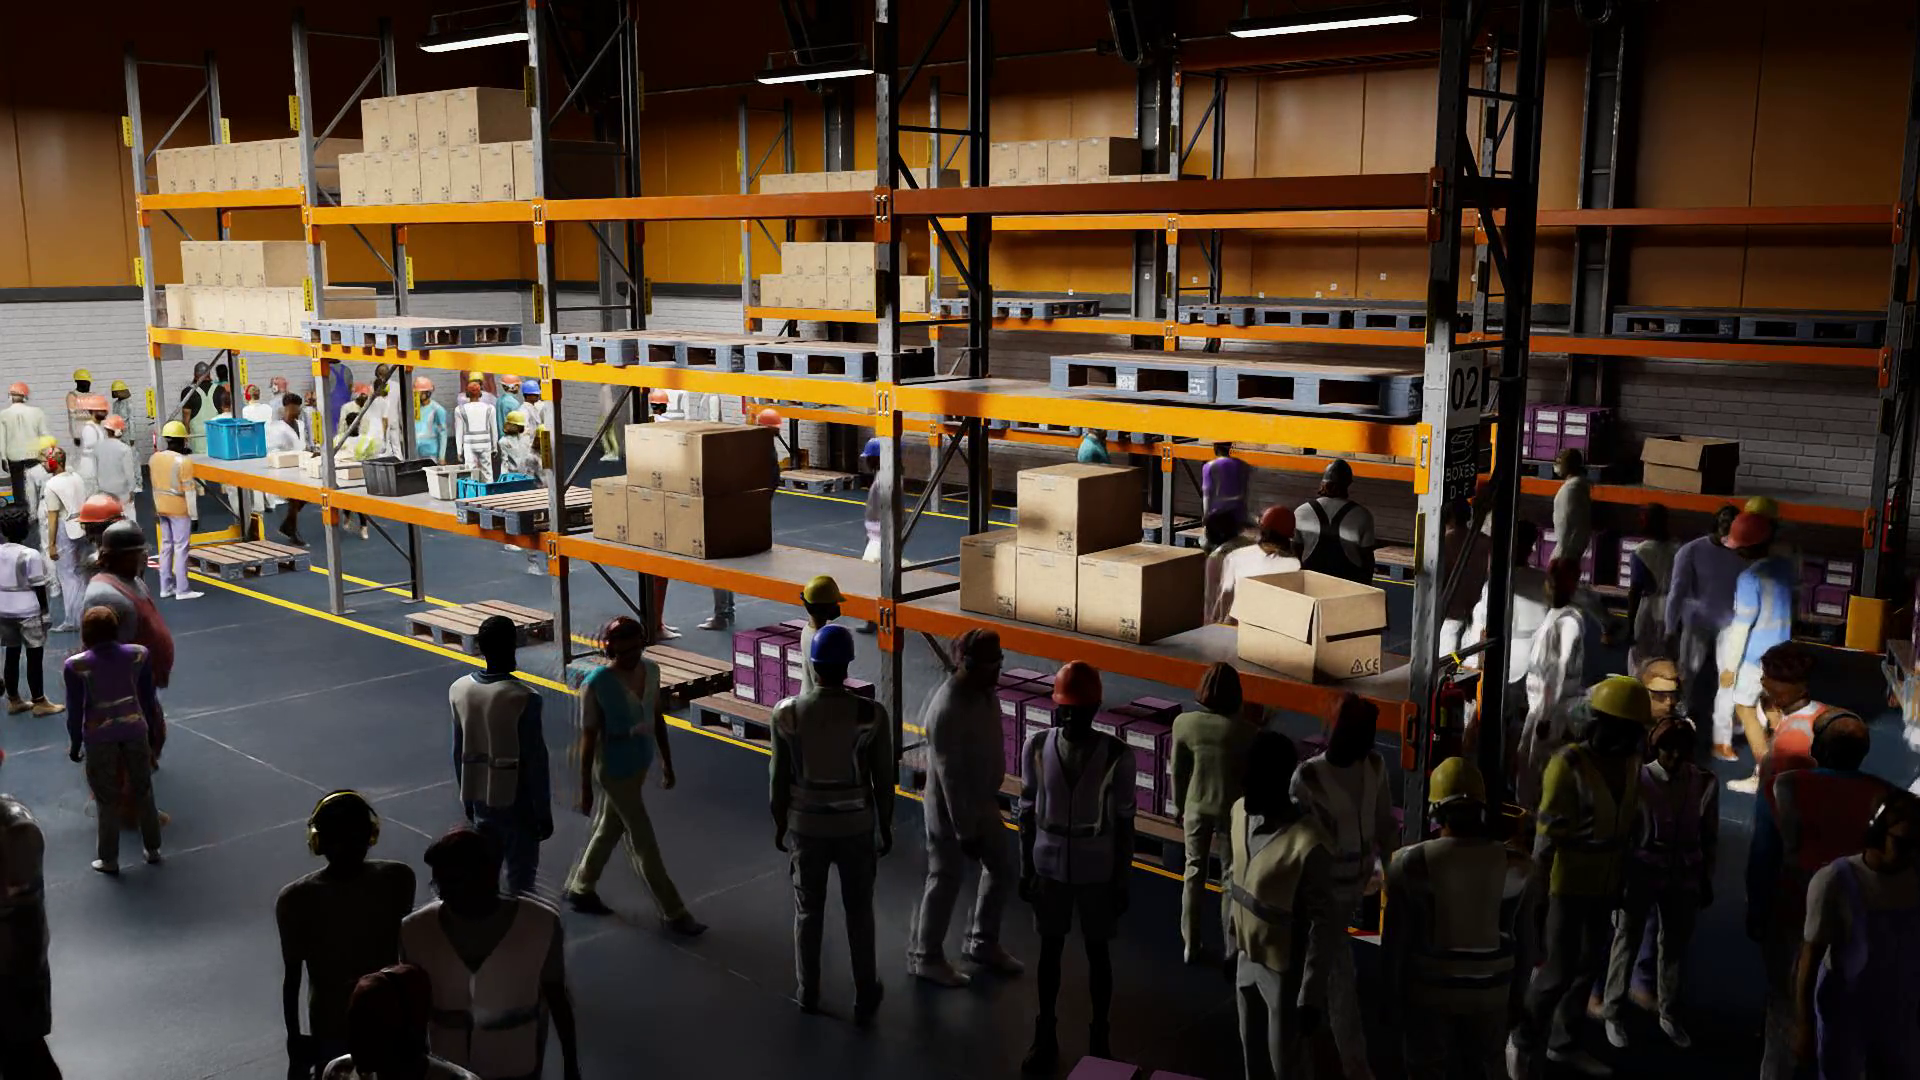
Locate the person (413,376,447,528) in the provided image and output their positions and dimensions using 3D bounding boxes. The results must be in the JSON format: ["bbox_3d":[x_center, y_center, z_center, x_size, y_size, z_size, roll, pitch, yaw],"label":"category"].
[{"bbox_3d":[-7.164,-1.177,22.348,0.612,2.040,0.391,5,11,28],"label":"person"}]

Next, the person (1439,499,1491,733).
[{"bbox_3d":[3.732,0.605,12.579,0.627,1.934,0.370,-4,11,-20],"label":"person"}]

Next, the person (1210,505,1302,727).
[{"bbox_3d":[2.115,0.692,12.032,0.670,1.948,0.695,-1,10,-6],"label":"person"}]

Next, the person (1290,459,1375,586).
[{"bbox_3d":[3.095,0.334,13.803,0.685,2.000,0.535,4,11,22],"label":"person"}]

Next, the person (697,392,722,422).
[{"bbox_3d":[-3.779,-1.592,25.000,0.420,1.933,0.623,-5,11,-25],"label":"person"}]

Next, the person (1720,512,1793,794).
[{"bbox_3d":[5.520,0.771,11.484,0.752,1.989,0.444,-8,13,-37],"label":"person"}]

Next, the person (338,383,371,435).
[{"bbox_3d":[-9.167,-1.539,25.361,0.860,1.691,0.579,6,12,31],"label":"person"}]

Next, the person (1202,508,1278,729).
[{"bbox_3d":[2.092,0.651,12.656,0.490,1.812,0.694,9,13,40],"label":"person"}]

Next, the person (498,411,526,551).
[{"bbox_3d":[-5.536,-0.744,20.749,0.303,1.740,0.485,3,11,19],"label":"person"}]

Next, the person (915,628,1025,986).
[{"bbox_3d":[0.084,1.361,8.457,0.674,1.879,0.699,4,11,20],"label":"person"}]

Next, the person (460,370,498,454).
[{"bbox_3d":[-8.738,-2.515,30.292,0.649,1.906,0.401,1,10,5],"label":"person"}]

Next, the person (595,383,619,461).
[{"bbox_3d":[-6.217,-2.172,29.161,0.468,1.621,0.502,-1,10,-7],"label":"person"}]

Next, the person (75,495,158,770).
[{"bbox_3d":[-5.979,0.696,11.748,0.390,2.045,0.607,1,10,5],"label":"person"}]

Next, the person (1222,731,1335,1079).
[{"bbox_3d":[1.249,1.677,6.582,0.397,1.909,0.617,-4,11,-23],"label":"person"}]

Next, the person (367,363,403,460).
[{"bbox_3d":[-9.068,-1.820,26.273,0.631,1.940,0.370,-9,13,-42],"label":"person"}]

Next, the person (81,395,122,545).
[{"bbox_3d":[-10.785,-0.872,21.001,0.804,1.907,0.555,-1,10,-6],"label":"person"}]

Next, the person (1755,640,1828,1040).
[{"bbox_3d":[4.004,1.418,7.973,0.393,1.943,0.735,8,13,38],"label":"person"}]

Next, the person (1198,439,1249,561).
[{"bbox_3d":[2.736,-0.236,17.399,0.571,1.912,0.702,-3,10,-17],"label":"person"}]

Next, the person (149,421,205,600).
[{"bbox_3d":[-8.391,-0.313,17.830,0.584,1.917,0.407,4,11,23],"label":"person"}]

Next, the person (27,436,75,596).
[{"bbox_3d":[-9.870,-0.282,18.206,0.506,1.707,0.831,-2,10,-13],"label":"person"}]

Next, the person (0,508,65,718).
[{"bbox_3d":[-7.526,0.584,13.359,0.541,1.696,0.315,3,11,18],"label":"person"}]

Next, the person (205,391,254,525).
[{"bbox_3d":[-9.548,-0.995,21.714,0.702,1.898,0.589,9,13,40],"label":"person"}]

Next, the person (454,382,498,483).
[{"bbox_3d":[-6.776,-1.273,23.338,0.575,1.883,0.355,-5,11,-25],"label":"person"}]

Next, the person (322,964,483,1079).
[{"bbox_3d":[-1.496,2.047,4.569,0.575,1.882,0.359,3,11,19],"label":"person"}]

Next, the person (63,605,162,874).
[{"bbox_3d":[-5.113,1.198,10.058,0.512,1.638,0.312,-10,14,-43],"label":"person"}]

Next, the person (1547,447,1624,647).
[{"bbox_3d":[5.815,0.077,15.647,0.833,1.919,0.638,5,11,27],"label":"person"}]

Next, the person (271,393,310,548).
[{"bbox_3d":[-8.461,-0.885,21.000,0.487,1.945,0.690,1,10,7],"label":"person"}]

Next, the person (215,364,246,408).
[{"bbox_3d":[-11.863,-1.909,26.931,0.594,1.888,0.857,1,10,6],"label":"person"}]

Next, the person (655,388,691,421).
[{"bbox_3d":[-4.559,-1.813,26.425,0.568,1.878,0.351,1,10,5],"label":"person"}]

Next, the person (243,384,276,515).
[{"bbox_3d":[-9.874,-1.264,23.389,0.390,1.846,0.564,3,11,18],"label":"person"}]

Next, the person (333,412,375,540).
[{"bbox_3d":[-7.862,-0.855,21.569,0.538,1.668,0.677,-4,11,-22],"label":"person"}]

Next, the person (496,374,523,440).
[{"bbox_3d":[-6.393,-1.404,23.756,0.381,1.994,0.622,-9,13,-40],"label":"person"}]

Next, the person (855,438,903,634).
[{"bbox_3d":[-0.818,-0.039,16.218,0.540,1.932,0.639,1,10,6],"label":"person"}]

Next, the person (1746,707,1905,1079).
[{"bbox_3d":[3.700,1.614,7.119,0.633,1.846,0.429,4,11,21],"label":"person"}]
